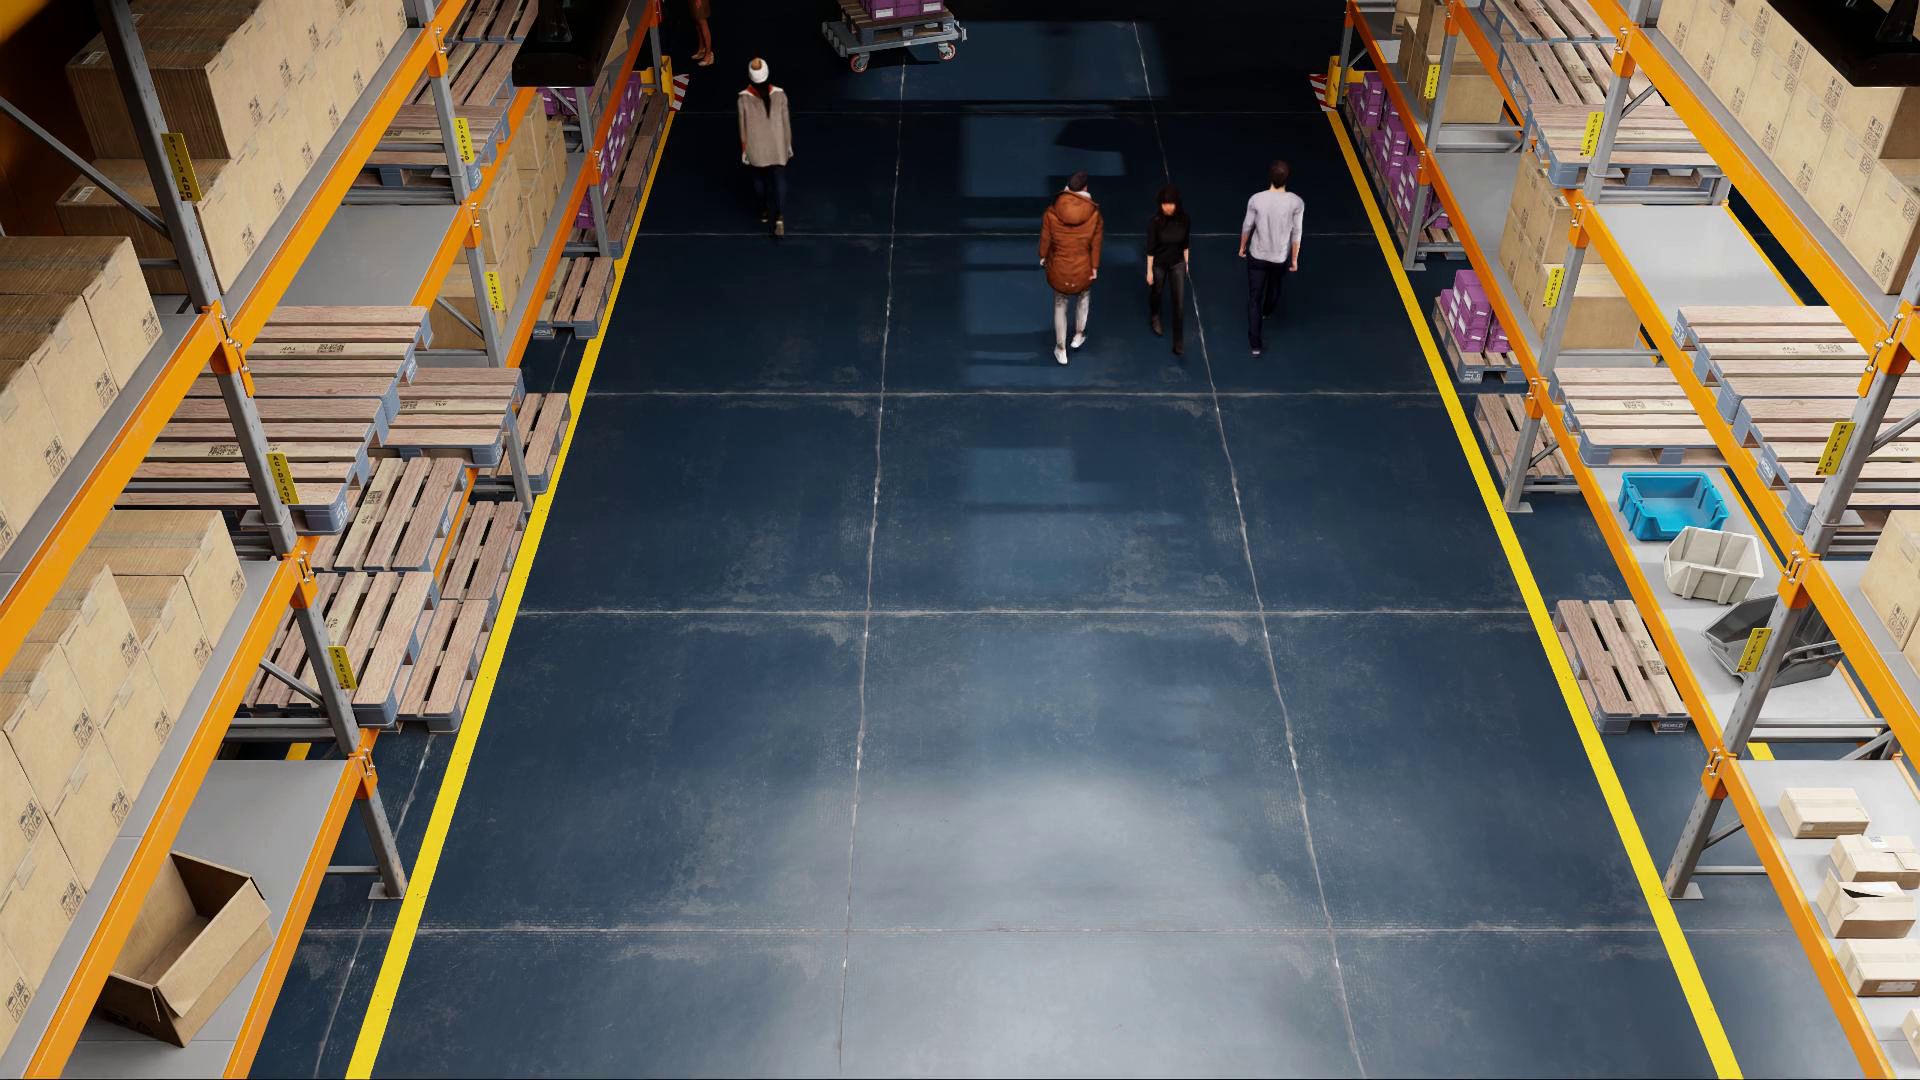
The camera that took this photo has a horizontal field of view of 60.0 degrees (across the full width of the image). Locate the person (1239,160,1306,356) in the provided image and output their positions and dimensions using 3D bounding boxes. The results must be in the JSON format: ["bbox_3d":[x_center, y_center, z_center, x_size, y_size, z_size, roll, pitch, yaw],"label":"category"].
[{"bbox_3d":[2.795,-2.526,15.077,0.769,1.800,1.134,4,39,5],"label":"person"}]

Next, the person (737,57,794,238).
[{"bbox_3d":[-1.969,-3.972,16.833,0.761,1.868,1.099,-4,39,-5],"label":"person"}]

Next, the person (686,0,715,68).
[{"bbox_3d":[-3.222,-6.649,20.328,0.703,1.688,0.585,-17,42,-20],"label":"person"}]

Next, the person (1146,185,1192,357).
[{"bbox_3d":[1.871,-2.540,15.260,0.687,1.594,1.079,-6,39,-8],"label":"person"}]

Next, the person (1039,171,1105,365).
[{"bbox_3d":[0.995,-2.387,14.891,0.709,1.815,0.711,0,39,0],"label":"person"}]
